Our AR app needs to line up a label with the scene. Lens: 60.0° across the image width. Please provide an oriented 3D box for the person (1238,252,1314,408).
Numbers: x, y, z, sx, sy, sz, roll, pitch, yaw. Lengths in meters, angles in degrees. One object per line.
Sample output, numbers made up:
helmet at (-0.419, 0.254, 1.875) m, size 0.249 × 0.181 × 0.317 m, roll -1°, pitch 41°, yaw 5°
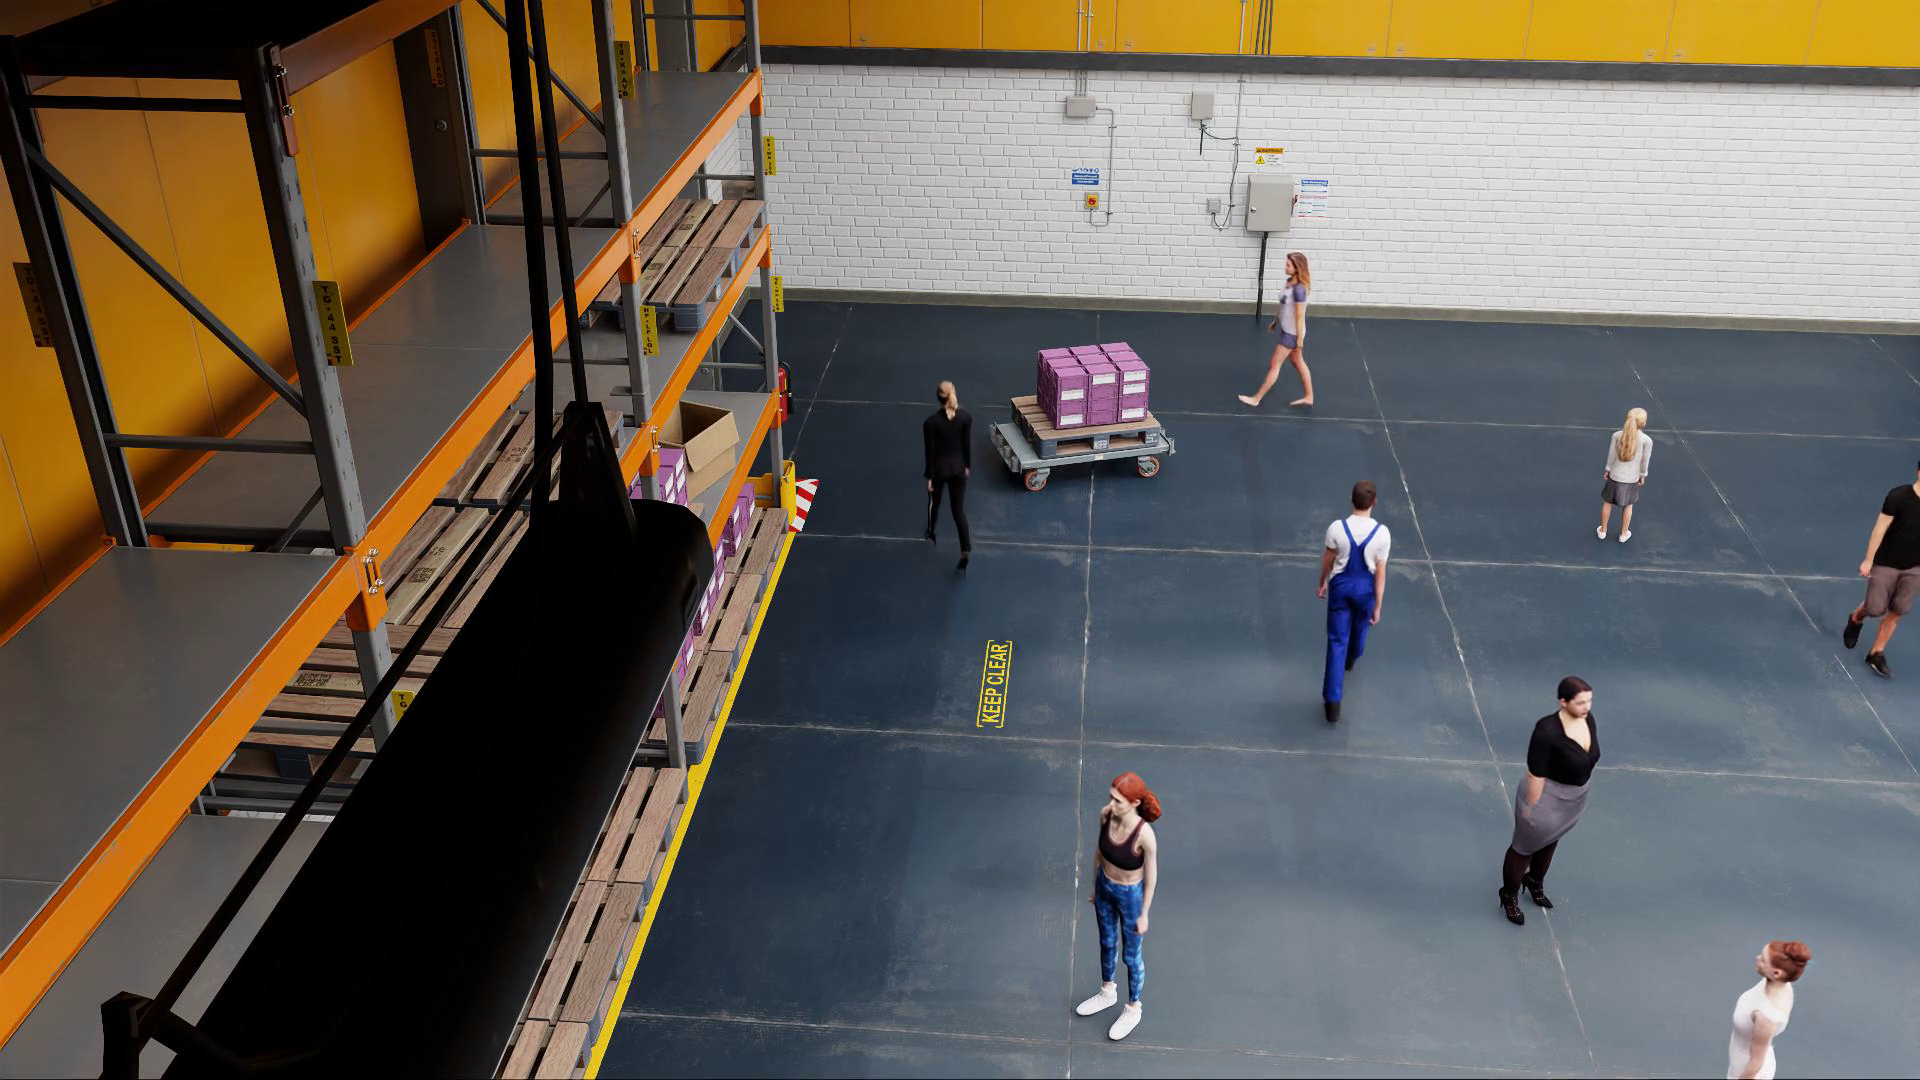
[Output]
person at (3.516, -2.132, 17.179) m, size 0.657 × 1.685 × 0.960 m, roll 2°, pitch 29°, yaw 3°

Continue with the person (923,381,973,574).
person at (-0.067, -0.504, 14.217) m, size 0.943 × 1.664 × 1.179 m, roll -10°, pitch 30°, yaw -18°

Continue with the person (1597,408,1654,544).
person at (5.911, -0.592, 14.783) m, size 0.579 × 1.275 × 0.606 m, roll 13°, pitch 31°, yaw 22°

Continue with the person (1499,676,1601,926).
person at (3.641, 1.587, 10.284) m, size 0.777 × 1.759 × 0.818 m, roll -17°, pitch 33°, yaw -28°

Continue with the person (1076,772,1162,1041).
person at (0.912, 2.052, 9.405) m, size 0.727 × 1.784 × 0.669 m, roll -23°, pitch 36°, yaw -36°

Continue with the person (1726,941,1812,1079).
person at (3.923, 2.672, 8.261) m, size 0.706 × 1.793 × 0.576 m, roll 16°, pitch 33°, yaw 27°

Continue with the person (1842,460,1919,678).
person at (7.234, 0.128, 12.859) m, size 0.684 × 1.855 × 0.808 m, roll 2°, pitch 29°, yaw 4°

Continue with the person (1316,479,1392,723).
person at (2.870, 0.481, 12.279) m, size 0.802 × 1.790 × 1.319 m, roll 7°, pitch 29°, yaw 13°
